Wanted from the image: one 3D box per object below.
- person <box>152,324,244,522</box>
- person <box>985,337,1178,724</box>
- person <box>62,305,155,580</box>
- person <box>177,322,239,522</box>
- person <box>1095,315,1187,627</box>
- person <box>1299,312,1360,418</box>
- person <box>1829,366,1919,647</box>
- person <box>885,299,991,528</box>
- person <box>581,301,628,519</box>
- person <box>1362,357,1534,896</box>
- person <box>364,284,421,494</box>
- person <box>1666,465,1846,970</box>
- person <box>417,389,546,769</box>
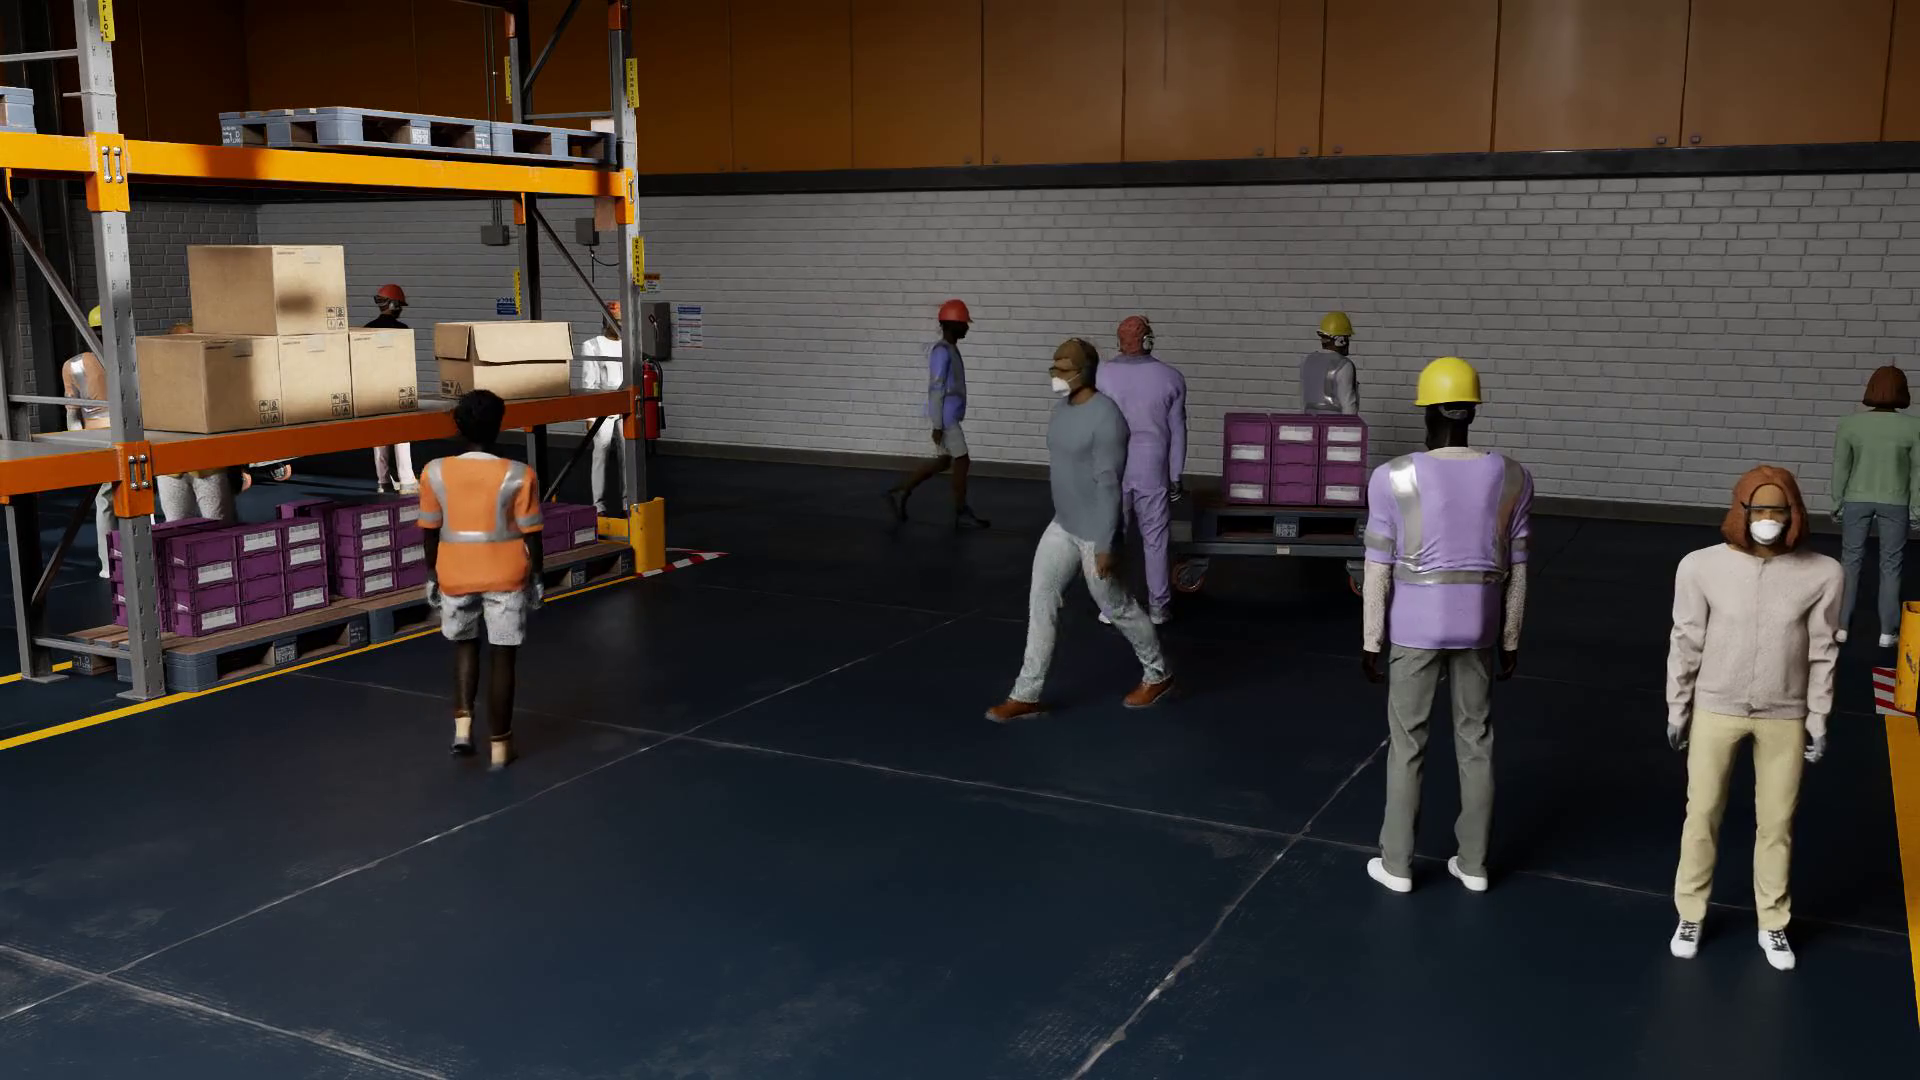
[{"bbox_3d":[-4.890,-0.451,10.607,0.633,1.837,0.429,0,10,-3],"label":"person"},{"bbox_3d":[0.654,-0.049,8.140,1.028,1.891,0.632,-5,11,-27],"label":"person"},{"bbox_3d":[-5.910,-0.678,11.637,0.589,1.924,0.384,-5,11,-25],"label":"person"},{"bbox_3d":[-5.424,-0.654,11.874,0.595,1.805,0.884,-1,10,-7],"label":"person"},{"bbox_3d":[1.059,-0.413,10.165,0.642,1.905,0.399,1,10,6],"label":"person"},{"bbox_3d":[2.851,-0.827,12.765,0.404,1.833,0.592,-5,11,-26],"label":"person"},{"bbox_3d":[5.337,-0.193,9.680,0.518,1.633,0.279,7,12,36],"label":"person"},{"bbox_3d":[-0.190,-1.031,13.764,0.830,1.912,0.543,1,10,5],"label":"person"},{"bbox_3d":[-2.903,-1.062,13.998,0.576,1.880,0.357,-8,13,-40],"label":"person"},{"bbox_3d":[1.711,0.313,5.924,0.588,1.918,0.397,0,10,-2],"label":"person"},{"bbox_3d":[-5.381,-1.430,15.815,0.608,1.985,0.395,5,11,28],"label":"person"},{"bbox_3d":[2.513,0.564,5.313,0.493,1.626,0.286,3,10,18],"label":"person"},{"bbox_3d":[-2.087,0.179,7.343,0.551,1.686,0.368,0,10,2],"label":"person"}]
